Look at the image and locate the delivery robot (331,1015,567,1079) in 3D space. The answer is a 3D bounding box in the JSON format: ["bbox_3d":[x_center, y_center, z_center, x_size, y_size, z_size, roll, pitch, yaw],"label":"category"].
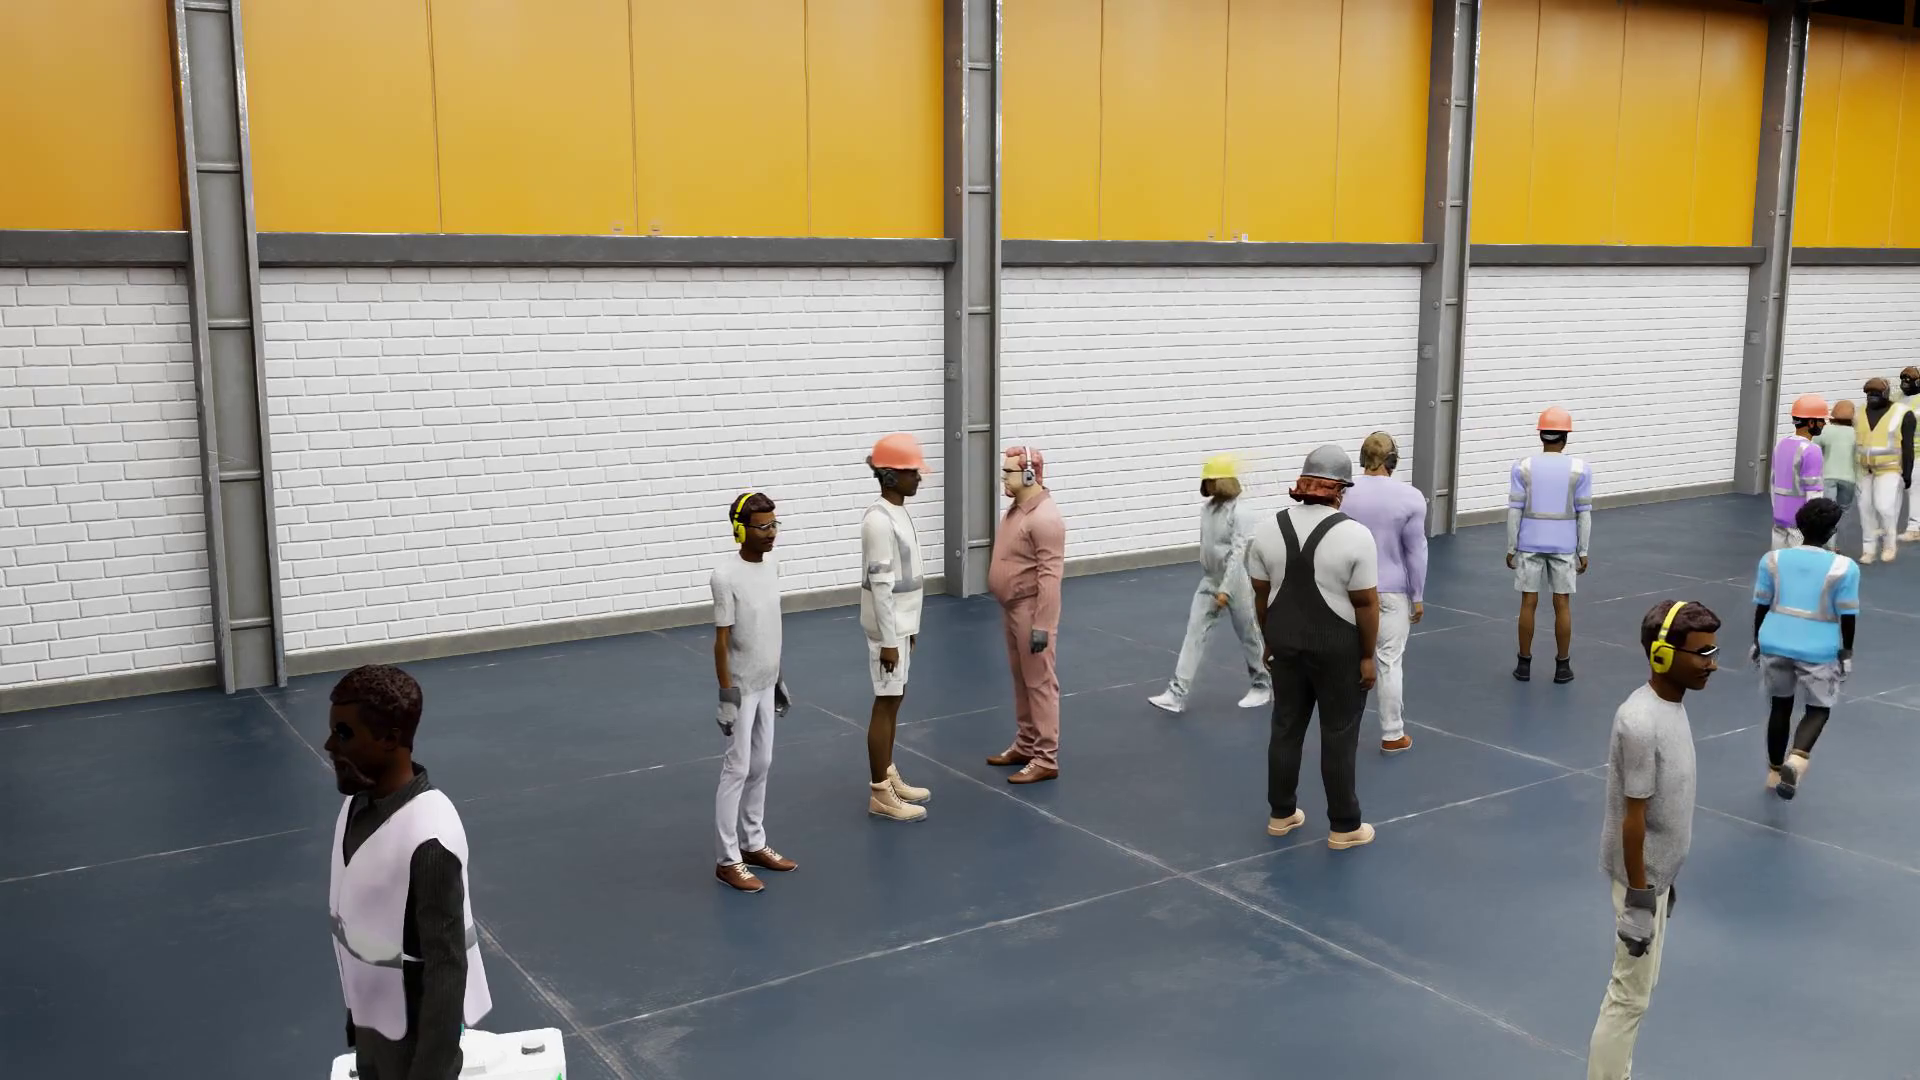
[{"bbox_3d":[-1.609,1.734,5.244,0.707,0.478,0.477,-3,10,-17],"label":"delivery robot"}]

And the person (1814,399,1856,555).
[{"bbox_3d":[8.623,-0.578,16.335,0.500,1.603,0.798,4,10,23],"label":"person"}]

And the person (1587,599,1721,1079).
[{"bbox_3d":[2.234,1.105,5.382,0.310,1.864,0.534,6,11,30],"label":"person"}]

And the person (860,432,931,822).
[{"bbox_3d":[-0.335,0.450,8.786,0.371,2.046,0.606,1,9,5],"label":"person"}]

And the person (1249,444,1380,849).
[{"bbox_3d":[1.830,0.517,8.393,0.677,2.000,0.536,8,12,40],"label":"person"}]

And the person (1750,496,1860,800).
[{"bbox_3d":[4.513,0.602,8.972,0.566,1.673,0.554,-9,13,-43],"label":"person"}]

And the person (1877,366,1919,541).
[{"bbox_3d":[10.019,-0.915,17.620,0.429,1.842,0.634,-3,10,-20],"label":"person"}]

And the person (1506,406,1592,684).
[{"bbox_3d":[4.106,0.033,11.623,0.550,1.933,0.375,3,10,20],"label":"person"}]

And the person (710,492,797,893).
[{"bbox_3d":[-0.972,0.696,7.828,0.315,1.869,0.526,5,10,26],"label":"person"}]

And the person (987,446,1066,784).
[{"bbox_3d":[0.364,0.416,9.404,0.399,1.908,0.643,-2,10,-14],"label":"person"}]

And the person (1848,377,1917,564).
[{"bbox_3d":[8.890,-0.662,16.153,0.451,1.825,0.638,-7,12,-37],"label":"person"}]

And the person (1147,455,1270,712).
[{"bbox_3d":[1.673,0.292,10.791,0.939,1.689,0.497,-6,11,-34],"label":"person"}]

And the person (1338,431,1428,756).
[{"bbox_3d":[2.465,0.318,9.917,0.627,1.934,0.370,5,11,29],"label":"person"}]

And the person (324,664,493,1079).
[{"bbox_3d":[-1.437,1.255,4.315,0.391,1.920,0.593,-7,12,-38],"label":"person"}]

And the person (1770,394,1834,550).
[{"bbox_3d":[6.415,-0.147,12.704,0.356,1.937,0.552,-1,9,-4],"label":"person"}]
